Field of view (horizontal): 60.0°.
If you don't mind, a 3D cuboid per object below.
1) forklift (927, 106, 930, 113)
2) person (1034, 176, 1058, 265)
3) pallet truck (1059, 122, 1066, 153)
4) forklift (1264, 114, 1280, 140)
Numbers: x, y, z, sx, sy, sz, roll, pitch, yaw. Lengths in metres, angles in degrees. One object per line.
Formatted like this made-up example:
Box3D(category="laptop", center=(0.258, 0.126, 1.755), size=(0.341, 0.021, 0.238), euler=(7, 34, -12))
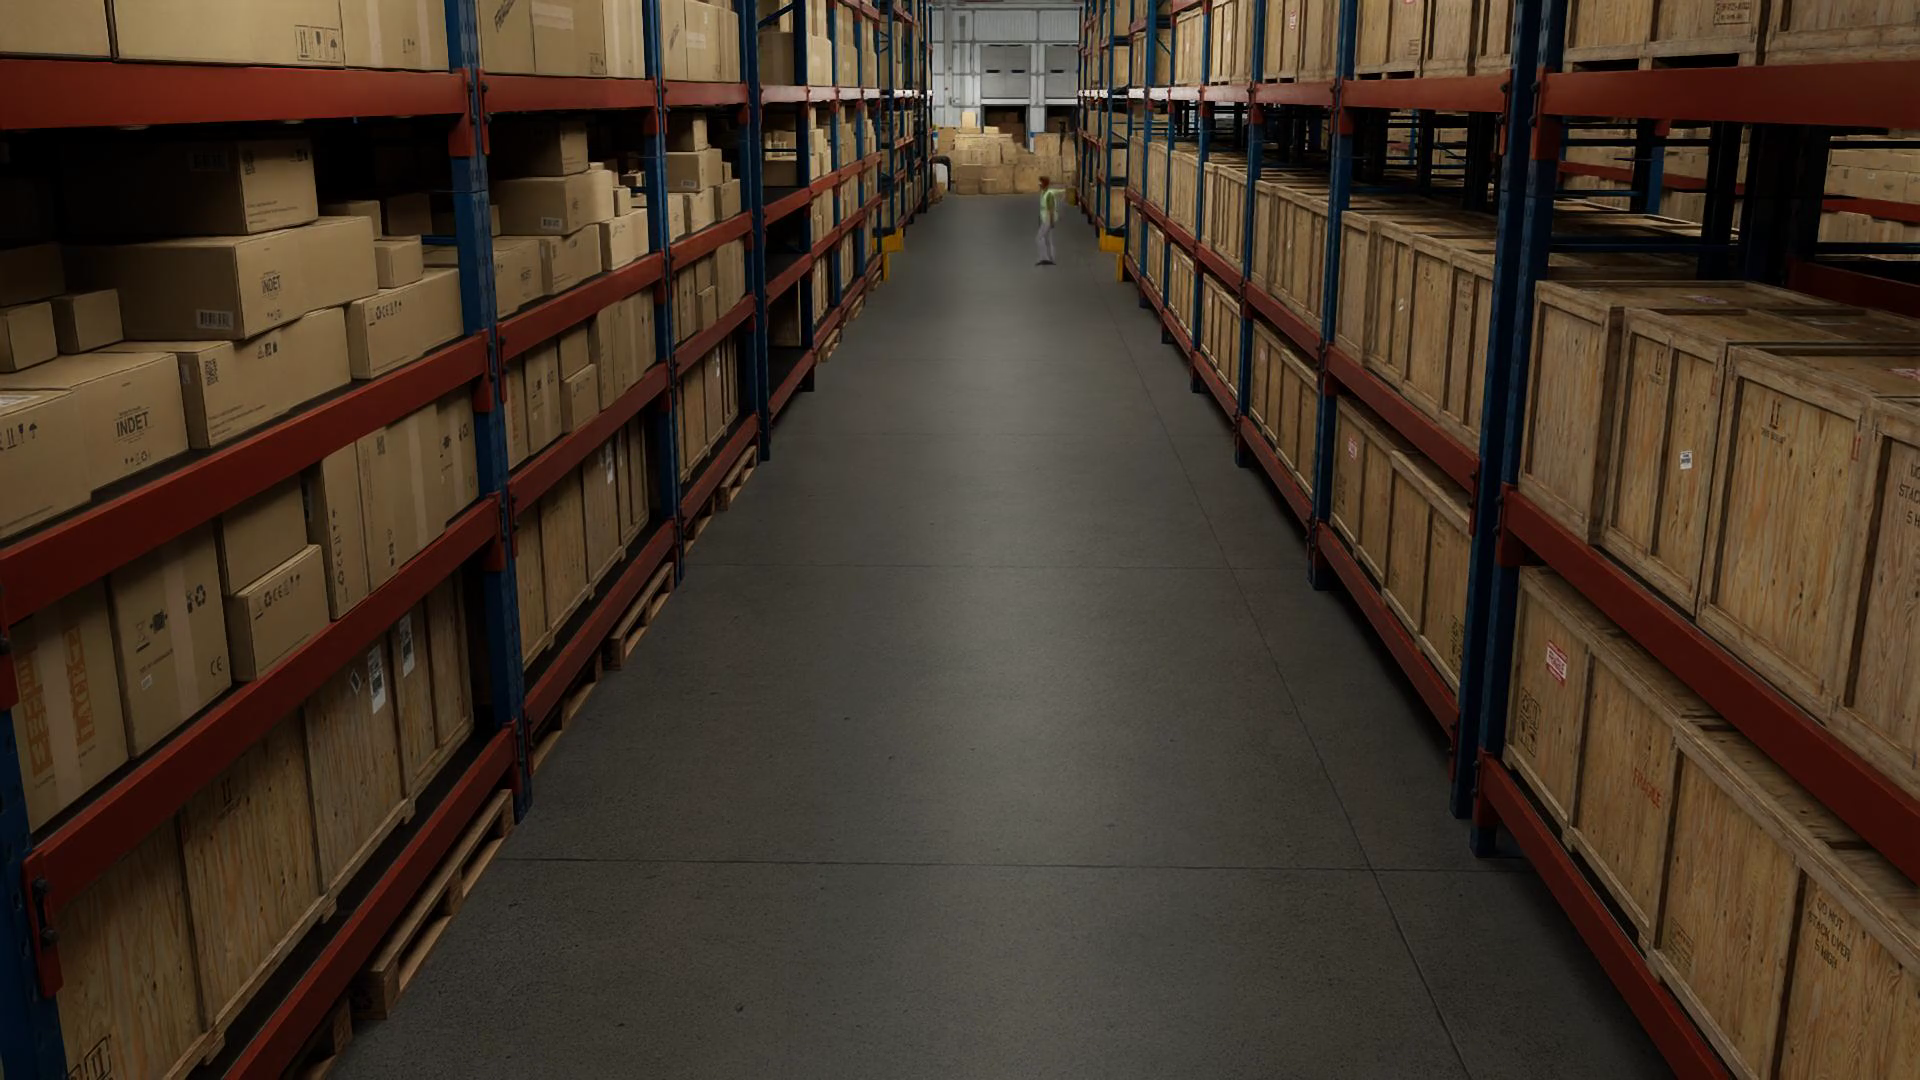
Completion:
Box3D(category="forklift", center=(-2.001, -20.667, 84.687), size=(1.129, 2.768, 1.873), euler=(0, 15, 2))
Box3D(category="person", center=(1.703, -6.550, 34.160), size=(0.617, 1.821, 0.610), euler=(-2, 15, -8))
Box3D(category="pallet truck", center=(5.788, -21.111, 88.014), size=(1.885, 1.965, 0.823), euler=(5, 16, 18))
Box3D(category="forklift", center=(11.021, -13.940, 59.658), size=(1.129, 2.768, 1.873), euler=(0, 15, 2))
